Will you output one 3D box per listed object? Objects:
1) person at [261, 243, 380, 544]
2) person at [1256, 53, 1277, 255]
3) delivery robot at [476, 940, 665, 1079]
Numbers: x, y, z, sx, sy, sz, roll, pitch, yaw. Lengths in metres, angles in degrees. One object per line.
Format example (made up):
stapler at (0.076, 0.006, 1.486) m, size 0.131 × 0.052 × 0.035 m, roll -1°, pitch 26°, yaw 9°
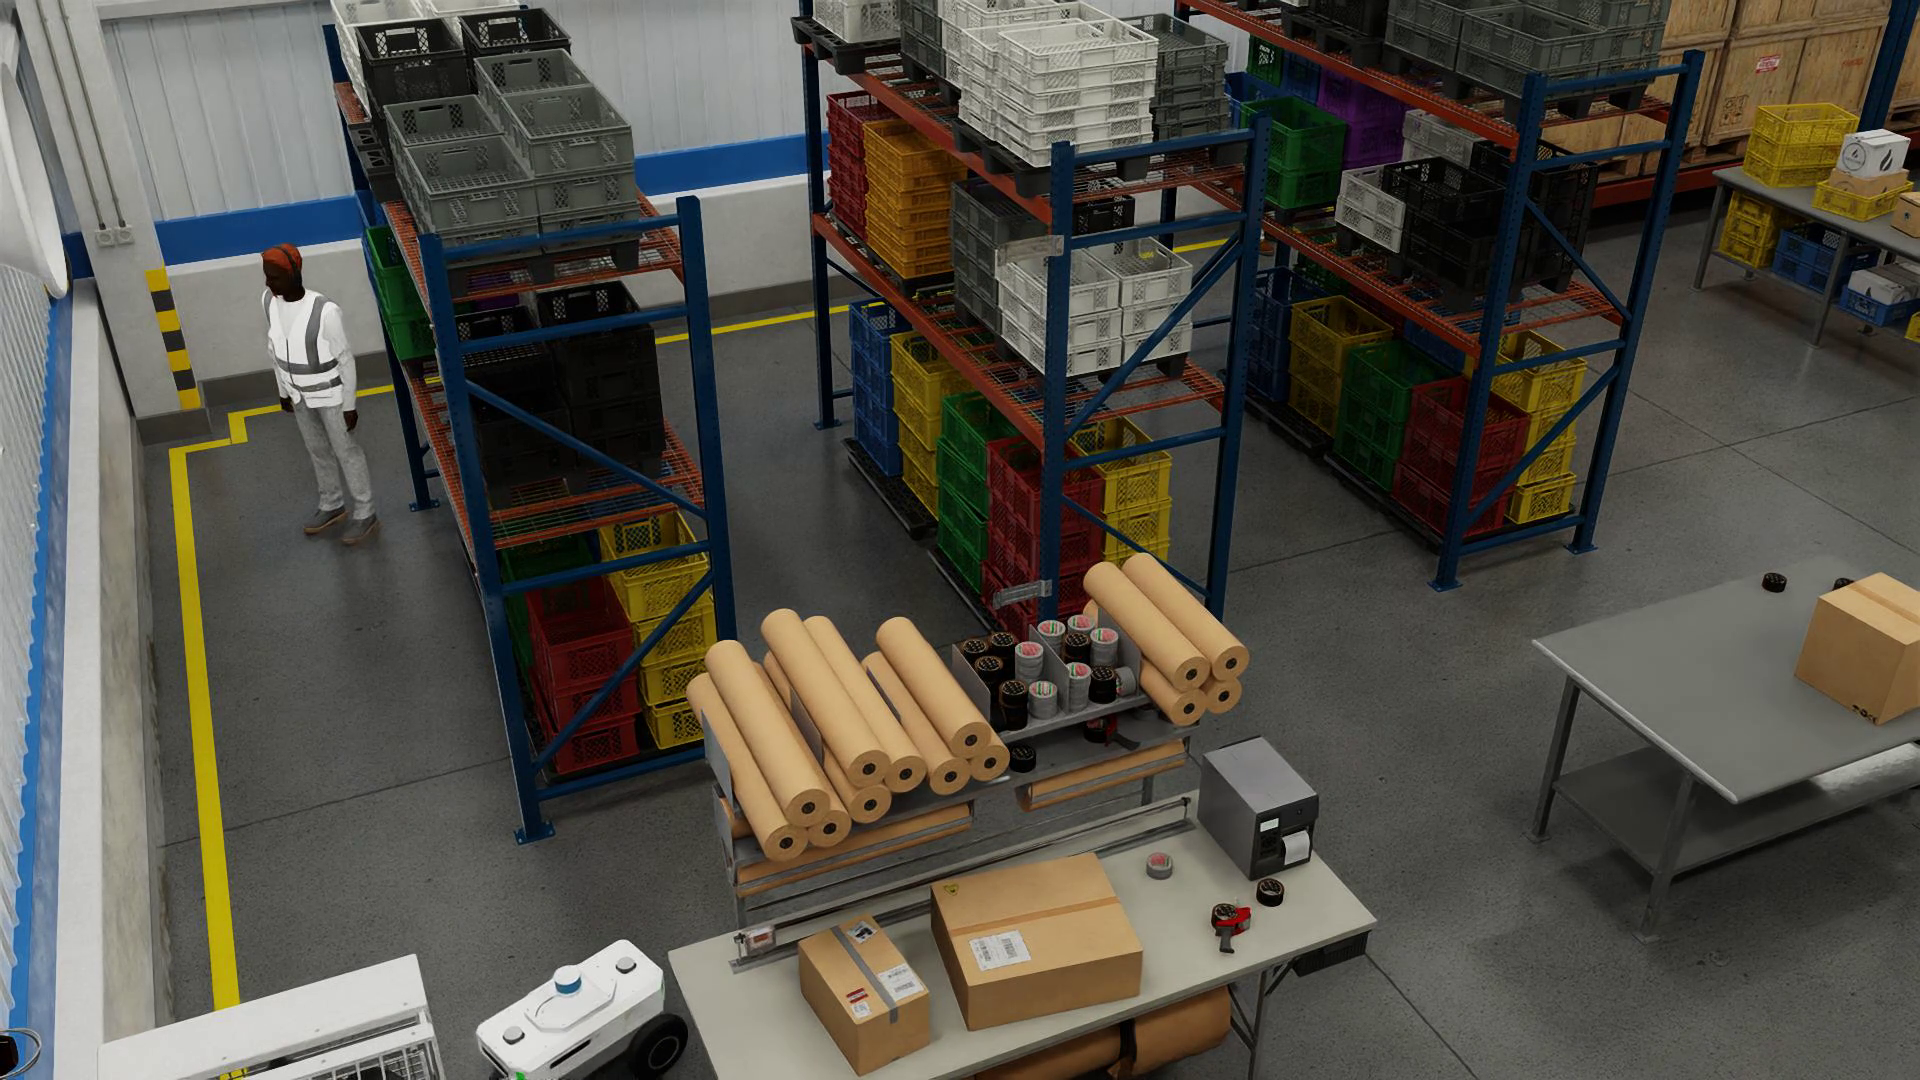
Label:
person at (-3.795, -0.859, 9.812) m, size 0.585 × 1.882 × 0.337 m, roll 14°, pitch 34°, yaw 22°
person at (2.663, -3.358, 13.820) m, size 0.628 × 1.940 × 0.373 m, roll -27°, pitch 41°, yaw -36°
delivery robot at (-1.518, 1.880, 6.530) m, size 0.707 × 0.478 × 0.477 m, roll -28°, pitch 42°, yaw -37°
